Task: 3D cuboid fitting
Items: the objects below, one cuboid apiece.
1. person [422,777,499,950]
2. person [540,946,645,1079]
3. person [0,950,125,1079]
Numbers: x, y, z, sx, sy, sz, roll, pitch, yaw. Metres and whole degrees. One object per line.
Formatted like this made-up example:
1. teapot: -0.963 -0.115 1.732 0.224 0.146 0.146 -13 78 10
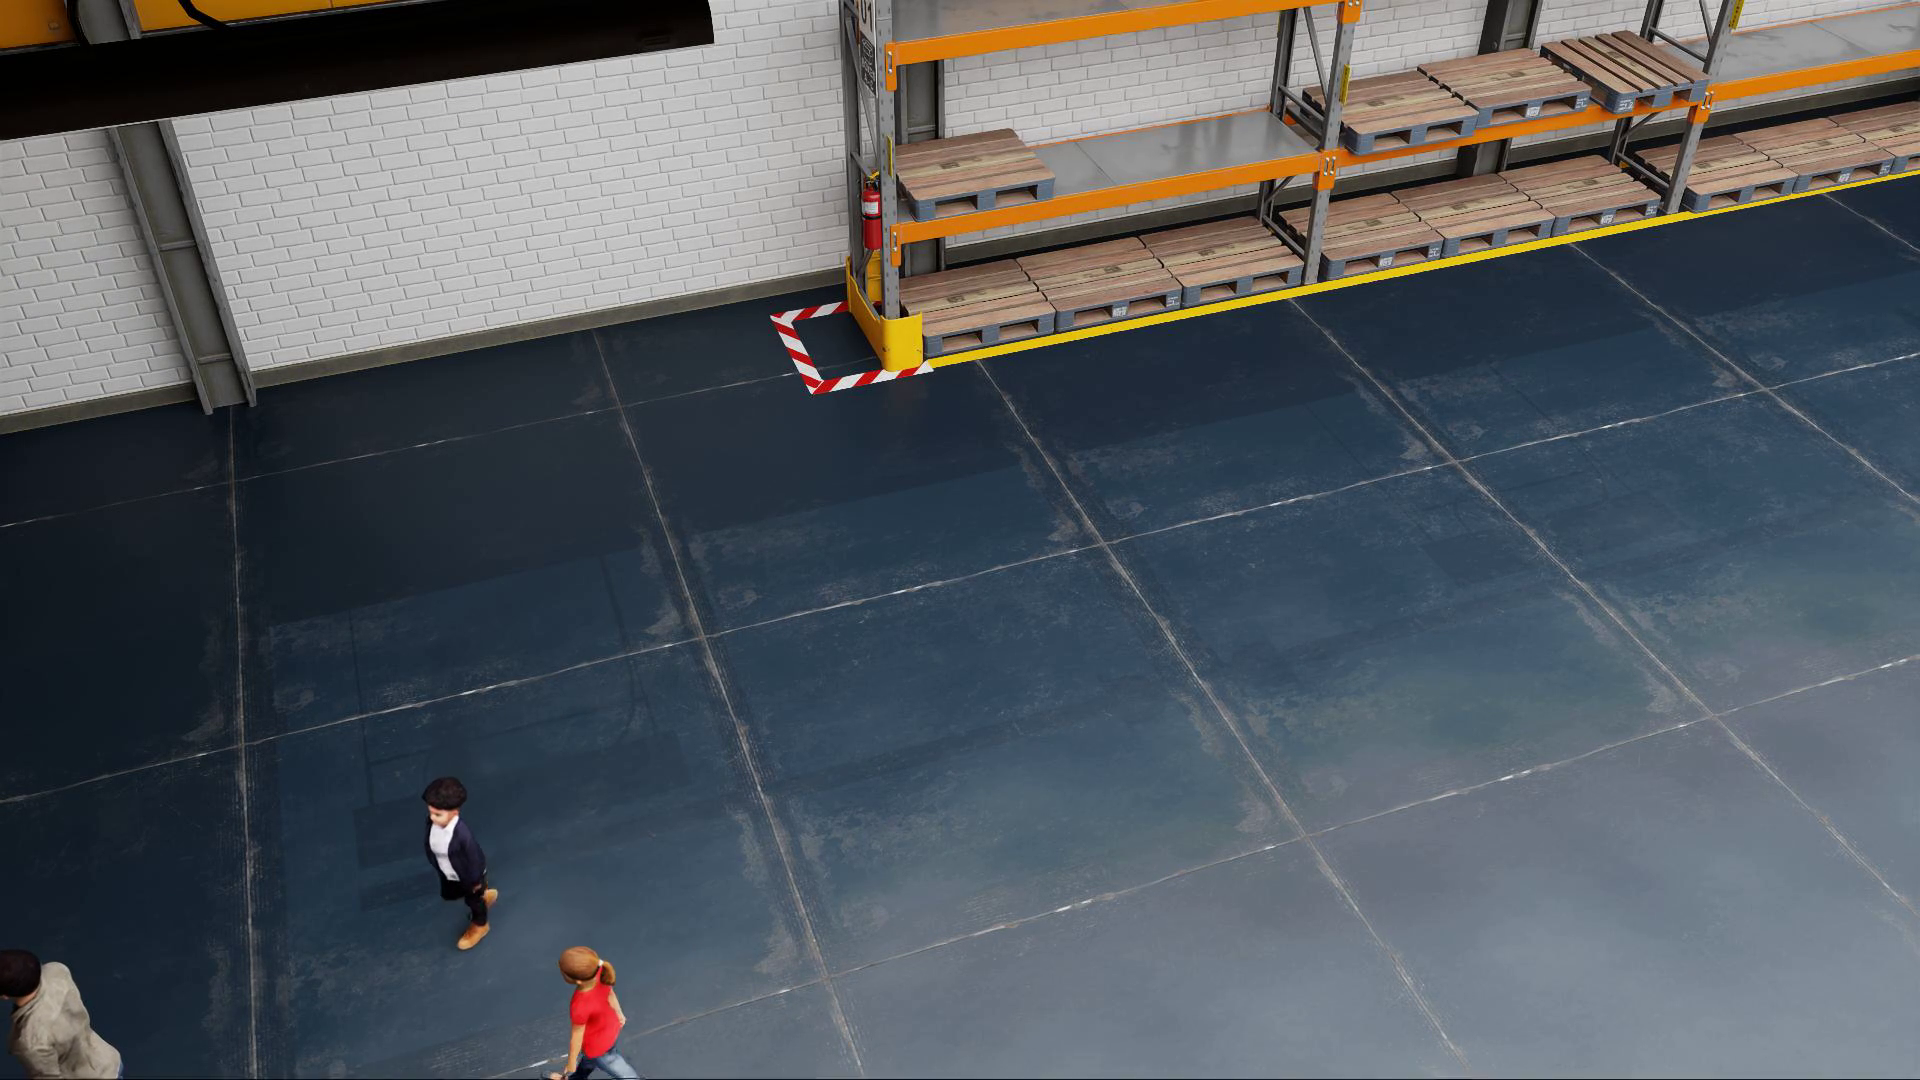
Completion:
1. person: -2.703 1.725 9.104 0.637 1.221 0.697 24 44 27
2. person: -1.688 2.444 8.153 0.962 1.284 0.763 5 39 7
3. person: -4.018 2.478 7.643 0.637 1.868 0.733 -7 39 -9
